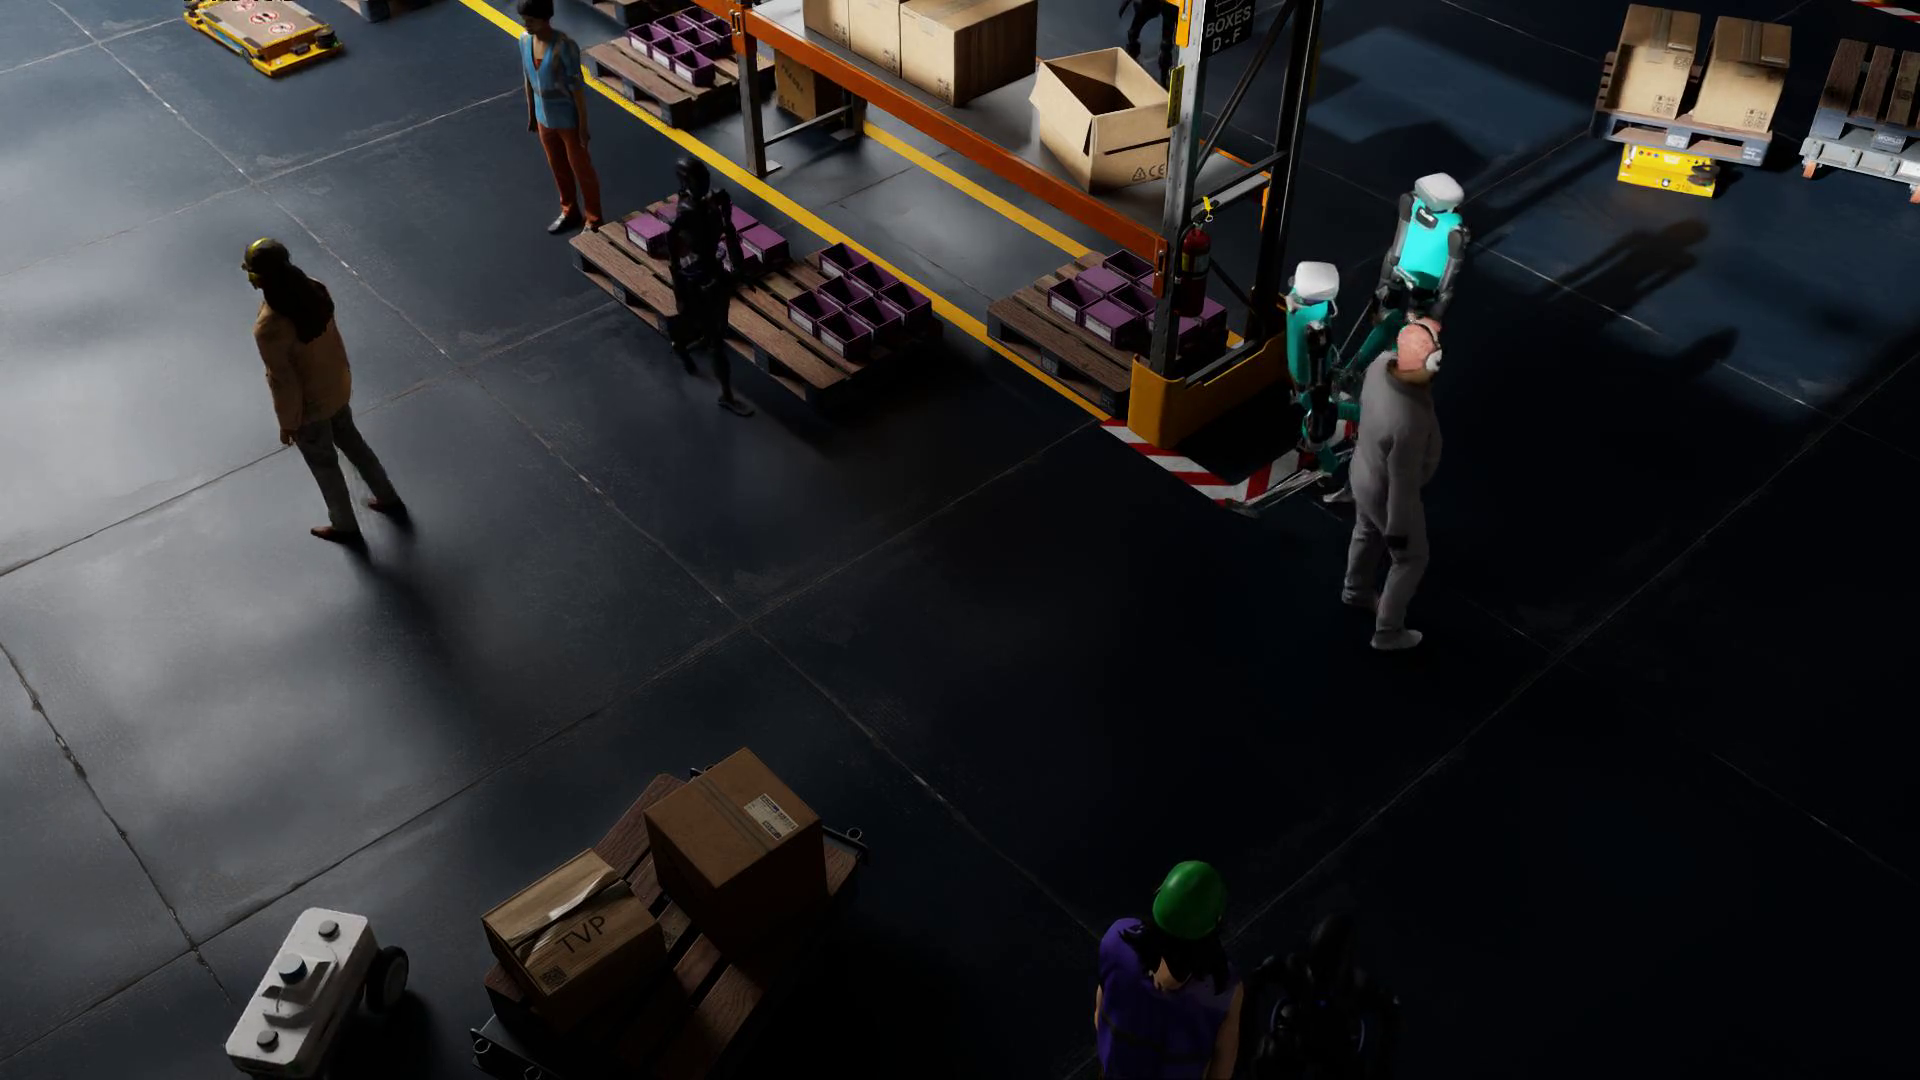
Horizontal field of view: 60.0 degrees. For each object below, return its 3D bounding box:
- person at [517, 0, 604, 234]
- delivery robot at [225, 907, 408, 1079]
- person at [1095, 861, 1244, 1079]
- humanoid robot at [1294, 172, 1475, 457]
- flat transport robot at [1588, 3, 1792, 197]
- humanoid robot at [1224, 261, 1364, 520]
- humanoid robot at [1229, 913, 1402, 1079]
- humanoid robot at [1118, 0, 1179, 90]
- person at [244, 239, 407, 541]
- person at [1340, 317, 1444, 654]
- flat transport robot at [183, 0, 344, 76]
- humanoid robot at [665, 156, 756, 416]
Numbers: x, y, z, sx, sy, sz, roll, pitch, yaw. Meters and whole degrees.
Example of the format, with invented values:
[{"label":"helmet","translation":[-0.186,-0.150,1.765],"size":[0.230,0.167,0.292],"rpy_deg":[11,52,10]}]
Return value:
[{"label":"person","translation":[-2.669,-2.803,11.044],"size":[0.495,1.759,0.335],"rpy_deg":[21,47,22]},{"label":"delivery robot","translation":[-2.679,1.889,6.823],"size":[0.524,0.586,0.736],"rpy_deg":[7,43,8]},{"label":"person","translation":[0.715,1.803,5.916],"size":[0.529,1.924,0.427],"rpy_deg":[19,46,20]},{"label":"humanoid robot","translation":[2.287,-1.123,9.294],"size":[0.847,1.855,0.530],"rpy_deg":[-19,46,-19]},{"label":"flat transport robot","translation":[5.320,-3.027,12.387],"size":[0.659,0.231,1.431],"rpy_deg":[15,45,16]},{"label":"humanoid robot","translation":[1.989,-0.723,8.793],"size":[1.049,1.720,0.561],"rpy_deg":[-3,43,-3]},{"label":"humanoid robot","translation":[1.268,1.922,5.965],"size":[0.608,1.654,0.405],"rpy_deg":[13,44,14]},{"label":"humanoid robot","translation":[1.498,-4.184,12.610],"size":[0.614,1.641,0.553],"rpy_deg":[-14,44,-15]},{"label":"person","translation":[-3.387,-0.758,8.745],"size":[0.444,1.875,0.570],"rpy_deg":[10,44,11]},{"label":"person","translation":[2.180,-0.265,8.189],"size":[0.523,1.891,0.648],"rpy_deg":[-4,43,-4]},{"label":"flat transport robot","translation":[-5.748,-4.223,13.688],"size":[1.431,0.231,0.659],"rpy_deg":[33,52,31]},{"label":"humanoid robot","translation":[-1.529,-1.520,9.732],"size":[0.693,1.647,0.598],"rpy_deg":[24,48,24]}]
